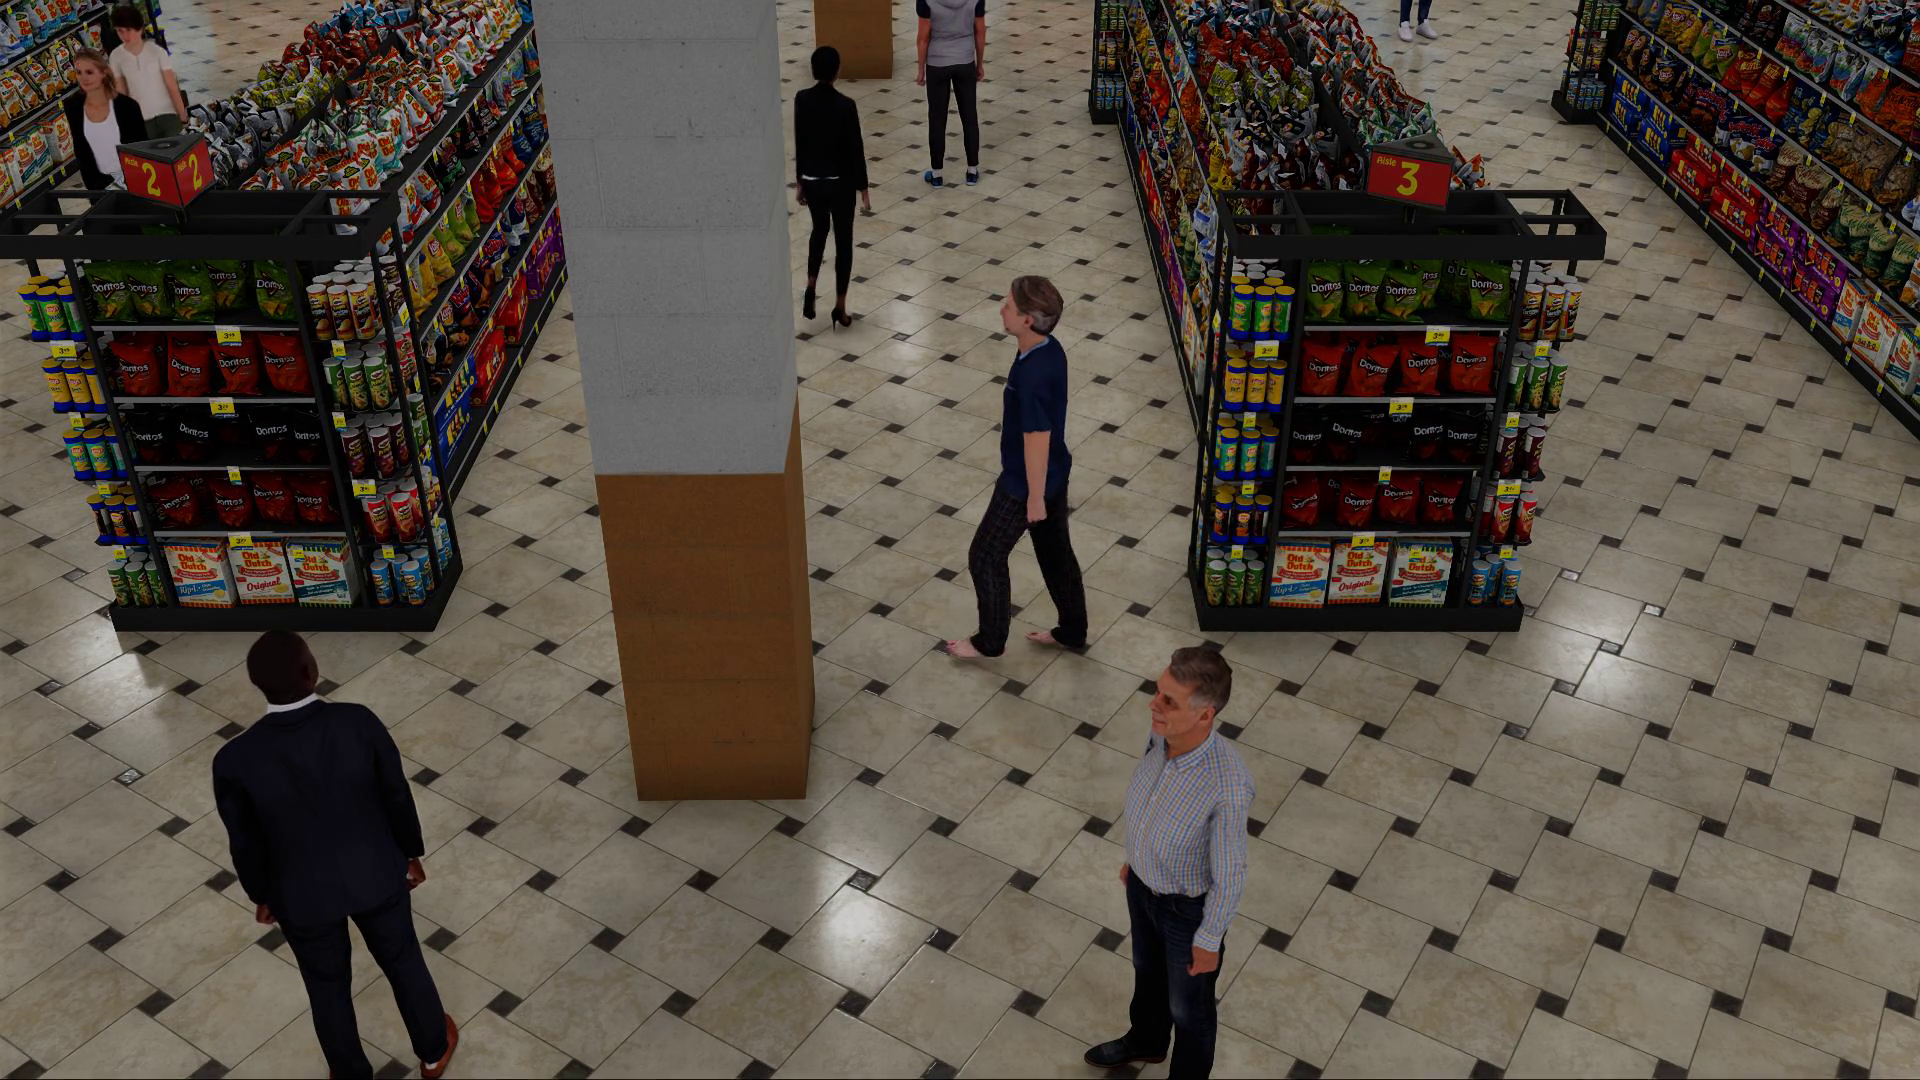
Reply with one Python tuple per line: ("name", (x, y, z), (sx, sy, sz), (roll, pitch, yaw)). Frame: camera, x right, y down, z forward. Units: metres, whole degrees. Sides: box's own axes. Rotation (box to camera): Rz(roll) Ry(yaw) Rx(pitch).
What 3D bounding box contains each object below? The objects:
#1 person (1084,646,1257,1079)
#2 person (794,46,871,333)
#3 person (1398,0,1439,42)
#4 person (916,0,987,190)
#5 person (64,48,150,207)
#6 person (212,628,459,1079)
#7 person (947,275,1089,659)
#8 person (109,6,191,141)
("person", (0.678, 1.080, 5.165), (0.795, 1.820, 0.664), (-15, 35, -23))
("person", (-0.847, -2.113, 10.293), (0.771, 1.825, 0.848), (12, 34, 19))
("person", (4.589, -5.890, 16.323), (0.770, 1.866, 0.712), (-10, 33, -15))
("person", (-0.062, -3.600, 12.681), (0.732, 1.827, 0.641), (-6, 32, -10))
("person", (-5.249, -2.218, 10.507), (0.738, 1.776, 1.019), (-6, 32, -9))
("person", (-1.943, 1.057, 5.199), (0.779, 1.824, 0.747), (-14, 34, -21))
("person", (0.414, -0.256, 7.289), (0.819, 1.844, 0.857), (5, 32, 8))
("person", (-5.720, -2.997, 11.890), (0.662, 1.638, 0.807), (-5, 32, -8))
